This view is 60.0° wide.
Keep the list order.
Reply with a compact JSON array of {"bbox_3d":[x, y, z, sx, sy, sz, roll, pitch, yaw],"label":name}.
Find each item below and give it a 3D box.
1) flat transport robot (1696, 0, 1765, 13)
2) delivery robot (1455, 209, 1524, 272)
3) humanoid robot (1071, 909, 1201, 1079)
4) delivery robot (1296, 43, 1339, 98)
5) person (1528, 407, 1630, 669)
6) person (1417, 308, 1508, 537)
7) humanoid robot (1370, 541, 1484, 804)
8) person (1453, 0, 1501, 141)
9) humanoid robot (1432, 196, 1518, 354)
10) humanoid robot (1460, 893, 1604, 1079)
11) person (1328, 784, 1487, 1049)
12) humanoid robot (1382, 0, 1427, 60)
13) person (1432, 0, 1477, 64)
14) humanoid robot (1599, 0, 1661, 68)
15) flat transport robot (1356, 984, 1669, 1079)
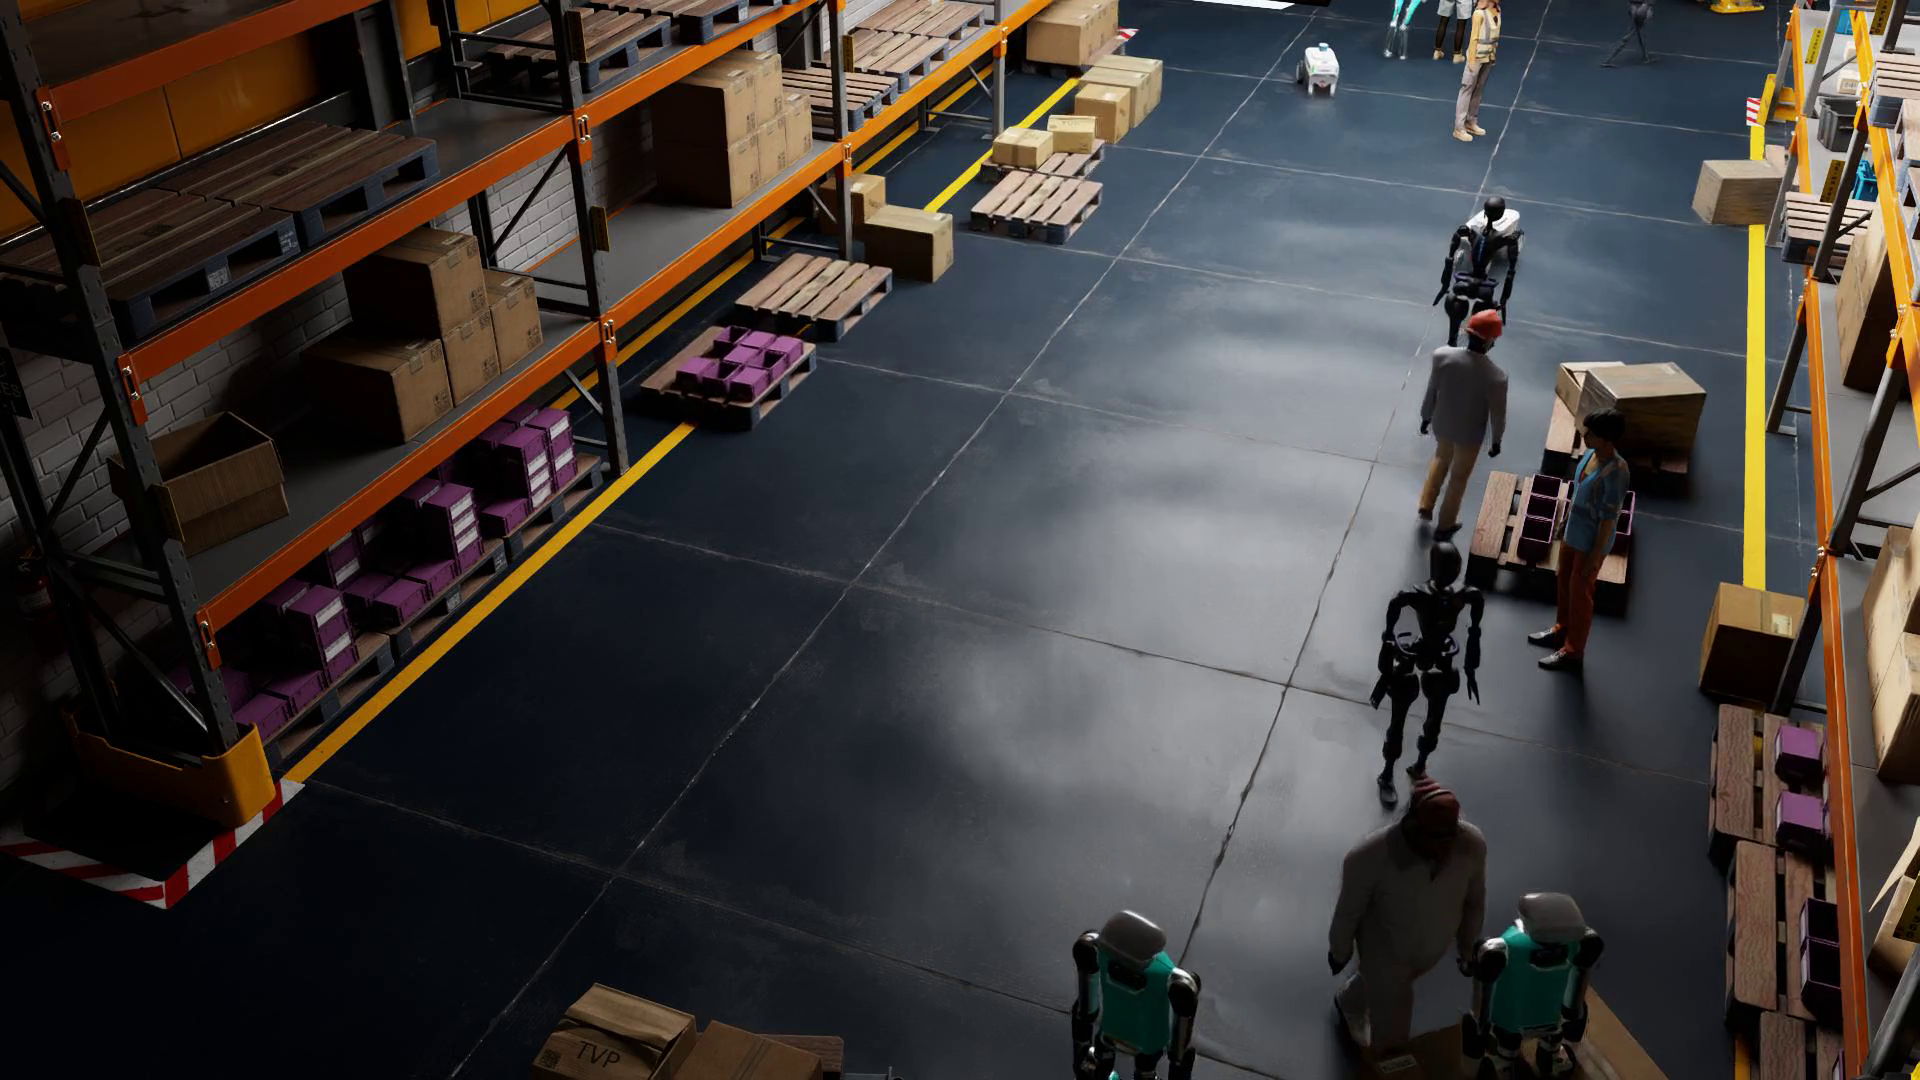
[{"bbox_3d":[10.677,-7.754,23.592,0.659,0.231,1.431,-8,34,-13],"label":"flat transport robot"},{"bbox_3d":[5.039,-2.911,15.842,0.499,0.603,0.794,22,39,30],"label":"delivery robot"},{"bbox_3d":[0.586,2.331,6.681,0.553,1.853,0.660,19,38,27],"label":"humanoid robot"},{"bbox_3d":[4.376,-5.723,20.173,0.499,0.582,0.773,2,33,3],"label":"delivery robot"},{"bbox_3d":[3.843,-0.015,10.244,0.332,1.757,0.507,-2,33,-3],"label":"person"},{"bbox_3d":[3.476,-0.794,11.460,0.387,1.737,0.595,-28,42,-36],"label":"person"},{"bbox_3d":[2.581,0.732,9.157,0.599,1.654,0.340,-3,33,-4],"label":"humanoid robot"},{"bbox_3d":[5.795,-5.350,18.480,0.460,1.778,0.307,-27,42,-35],"label":"person"},{"bbox_3d":[4.139,-1.993,13.405,0.605,1.629,0.716,15,36,22],"label":"humanoid robot"},{"bbox_3d":[2.322,2.272,6.725,0.544,1.765,0.892,-7,33,-10],"label":"humanoid robot"},{"bbox_3d":[1.971,1.778,7.380,0.665,1.859,0.988,-10,34,-15],"label":"person"},{"bbox_3d":[5.649,-6.916,20.920,0.530,1.776,0.669,17,37,24],"label":"humanoid robot"},{"bbox_3d":[6.263,-6.856,20.893,0.535,1.691,0.319,23,39,31],"label":"person"},{"bbox_3d":[8.503,-6.688,20.688,0.788,1.621,0.596,1,33,1],"label":"humanoid robot"},{"bbox_3d":[2.309,2.893,7.114,0.659,0.231,1.431,-10,34,-15],"label":"flat transport robot"}]
